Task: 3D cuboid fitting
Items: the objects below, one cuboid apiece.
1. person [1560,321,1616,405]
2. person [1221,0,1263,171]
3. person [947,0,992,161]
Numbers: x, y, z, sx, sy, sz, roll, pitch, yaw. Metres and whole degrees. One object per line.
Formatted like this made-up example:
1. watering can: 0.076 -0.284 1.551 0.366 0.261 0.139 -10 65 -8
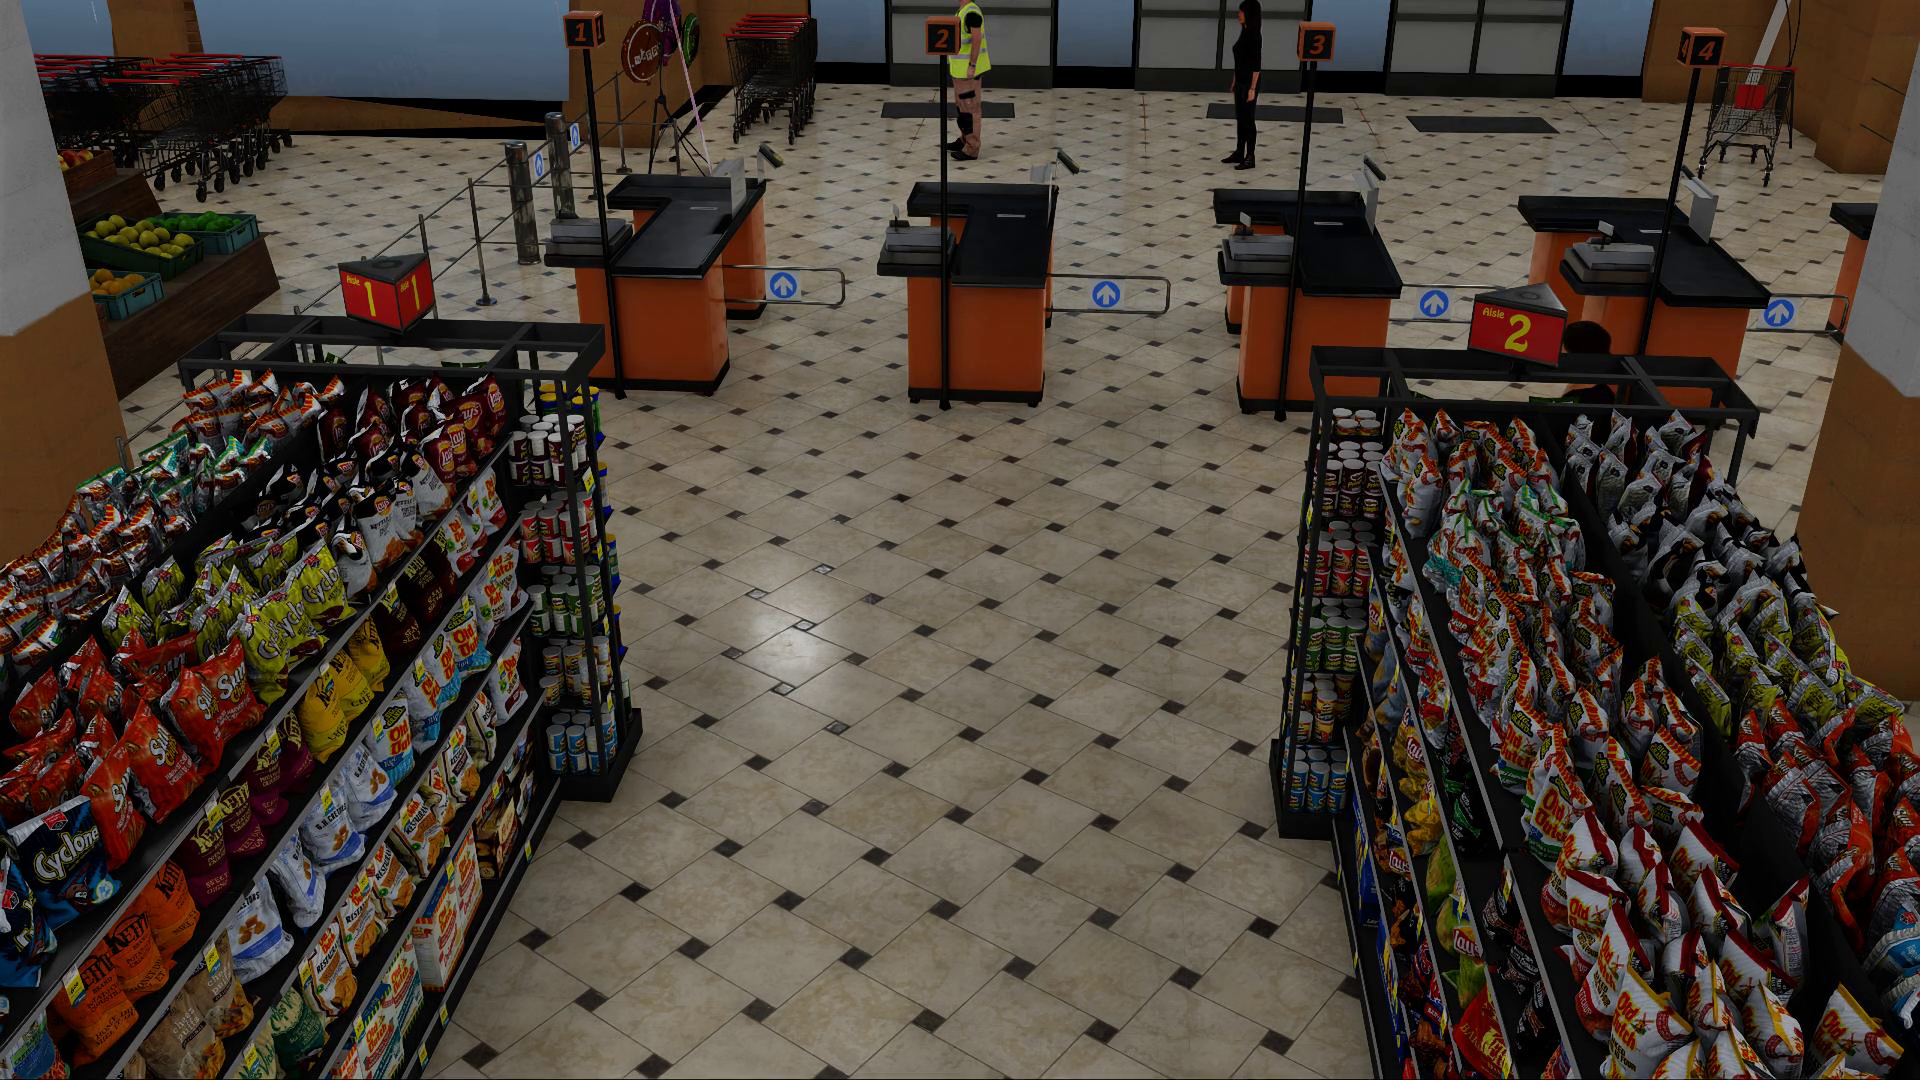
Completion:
1. person: 2.783 -0.129 7.688 0.811 1.846 0.696 20 33 33
2. person: 2.880 -4.571 16.673 0.715 1.641 0.567 -8 28 -16
3. person: 0.055 -4.838 16.974 0.843 1.845 0.733 -5 27 -9
